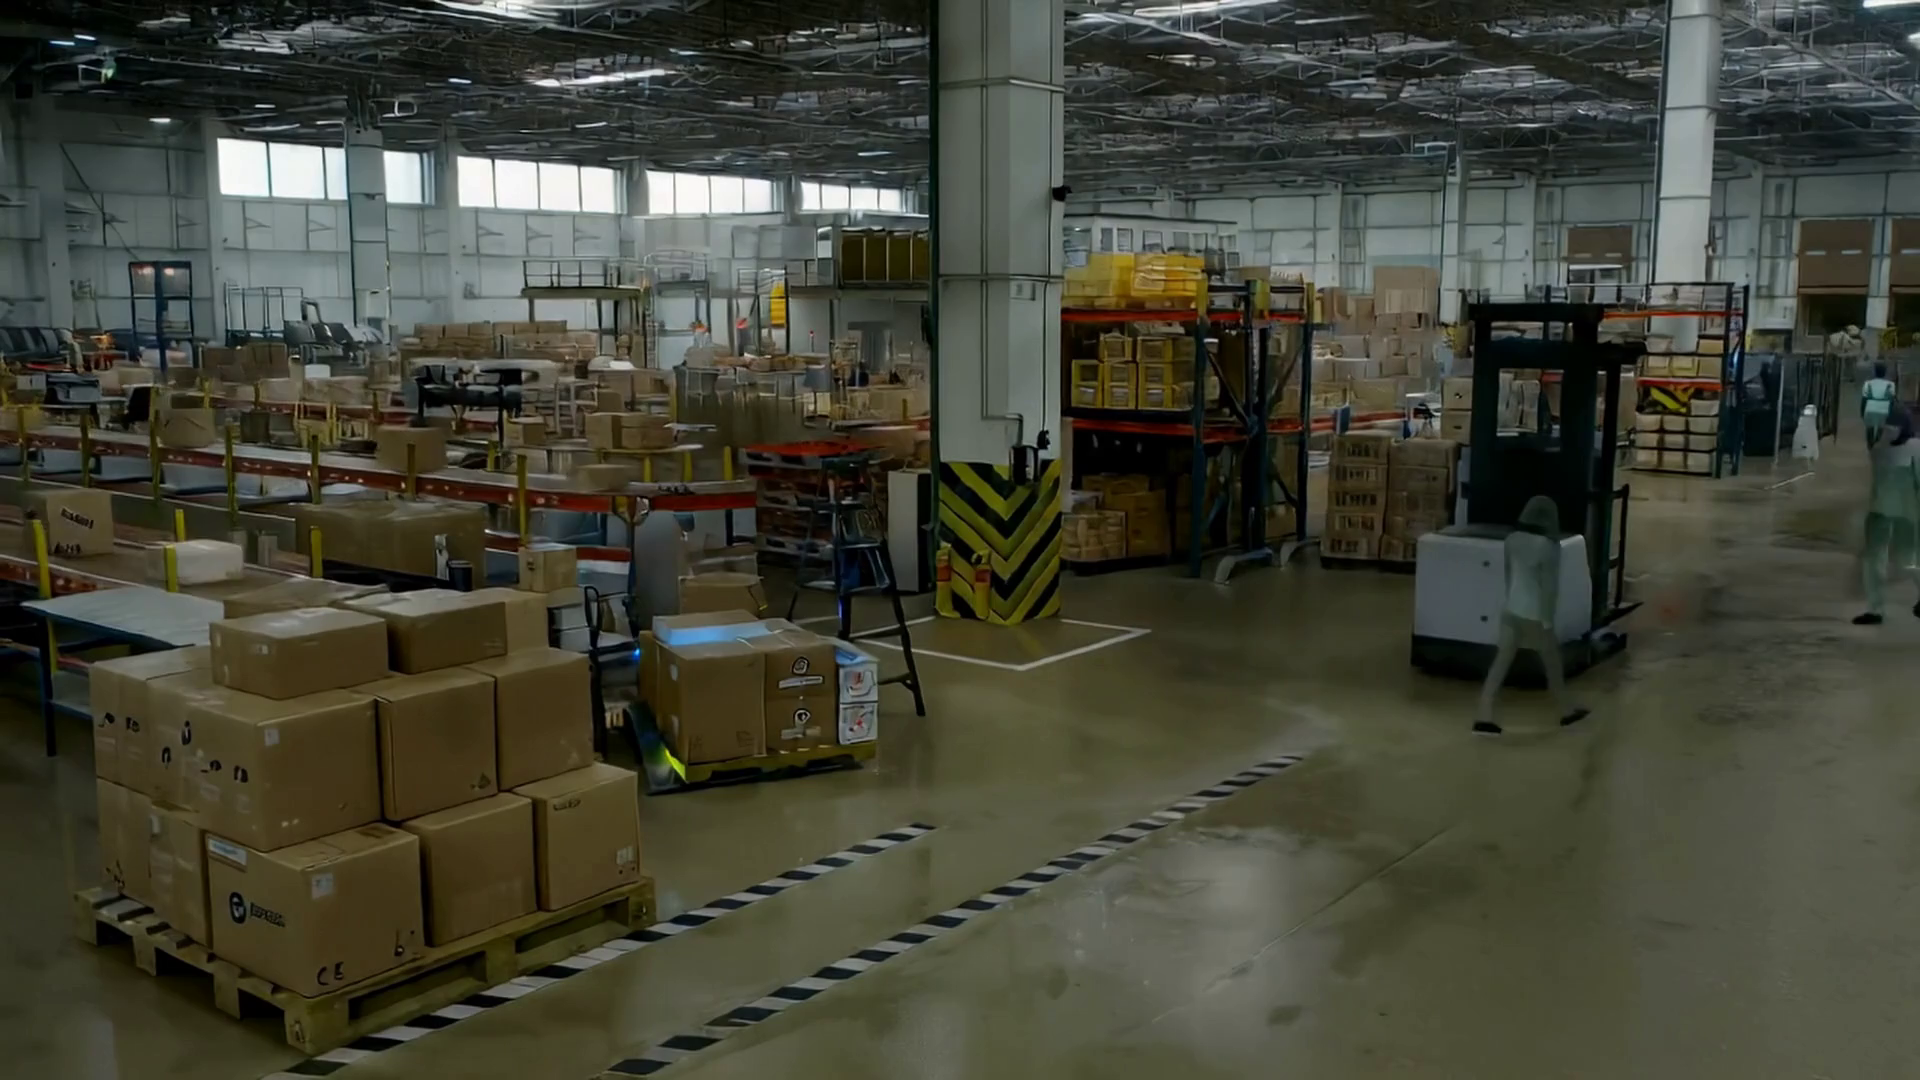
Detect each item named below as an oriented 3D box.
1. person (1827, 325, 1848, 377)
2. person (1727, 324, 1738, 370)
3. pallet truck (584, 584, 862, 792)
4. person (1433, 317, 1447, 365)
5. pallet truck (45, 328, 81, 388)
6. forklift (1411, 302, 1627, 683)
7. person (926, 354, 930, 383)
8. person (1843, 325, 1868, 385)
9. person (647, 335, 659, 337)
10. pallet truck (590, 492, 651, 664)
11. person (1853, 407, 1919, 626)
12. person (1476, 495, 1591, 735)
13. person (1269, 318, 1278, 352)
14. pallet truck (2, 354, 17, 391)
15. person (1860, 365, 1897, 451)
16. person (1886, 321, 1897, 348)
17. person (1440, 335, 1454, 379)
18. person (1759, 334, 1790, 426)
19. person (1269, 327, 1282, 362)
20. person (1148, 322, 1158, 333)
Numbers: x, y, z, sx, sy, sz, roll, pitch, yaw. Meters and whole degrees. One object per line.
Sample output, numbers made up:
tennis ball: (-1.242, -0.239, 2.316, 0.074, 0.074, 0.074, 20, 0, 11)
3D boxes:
person: (30.530, -6.566, 57.751, 0.799, 1.820, 0.634, 0, 8, -3)
person: (28.995, -7.237, 62.499, 0.494, 1.743, 0.304, -2, 9, -13)
pallet truck: (-1.426, 0.805, 10.019, 1.601, 1.201, 0.680, -4, 9, -26)
person: (19.479, -8.073, 67.535, 0.368, 1.932, 0.623, -8, 12, -43)
pallet truck: (-23.775, -4.544, 43.495, 1.885, 1.965, 0.823, 6, 10, 35)
forklift: (4.379, -0.438, 12.852, 1.129, 2.768, 1.873, 7, 11, 37)
person: (-0.579, -3.964, 40.504, 0.546, 1.731, 0.457, -4, 10, -28)
person: (28.388, -5.866, 52.710, 0.598, 1.903, 0.583, -1, 9, -10)
person: (-12.966, -8.453, 70.363, 0.926, 1.852, 0.585, 6, 11, 37)
pallet truck: (-3.115, 0.344, 12.883, 0.653, 1.274, 1.630, 7, 11, 37)
person: (8.177, -0.201, 14.471, 0.717, 1.924, 0.639, -3, 9, -20)
person: (3.770, 0.493, 10.925, 0.890, 1.581, 0.517, -5, 10, -28)
person: (13.713, -8.815, 72.885, 0.436, 1.835, 0.655, -2, 9, -11)
pallet truck: (-24.881, -4.417, 42.634, 1.885, 1.965, 0.823, 8, 11, 41)
person: (16.058, -2.231, 29.082, 0.543, 1.647, 0.890, 6, 10, 36)
person: (33.218, -6.860, 59.396, 0.414, 1.917, 0.582, 2, 9, 14)
person: (12.147, -4.157, 41.361, 0.425, 1.849, 0.565, 8, 12, 44)
person: (17.824, -3.501, 36.315, 0.689, 2.000, 0.553, -5, 10, -30)
person: (10.239, -6.064, 54.152, 0.532, 1.876, 0.321, 0, 8, -3)
person: (5.828, -5.560, 50.186, 0.383, 2.045, 0.605, 5, 10, 31)
